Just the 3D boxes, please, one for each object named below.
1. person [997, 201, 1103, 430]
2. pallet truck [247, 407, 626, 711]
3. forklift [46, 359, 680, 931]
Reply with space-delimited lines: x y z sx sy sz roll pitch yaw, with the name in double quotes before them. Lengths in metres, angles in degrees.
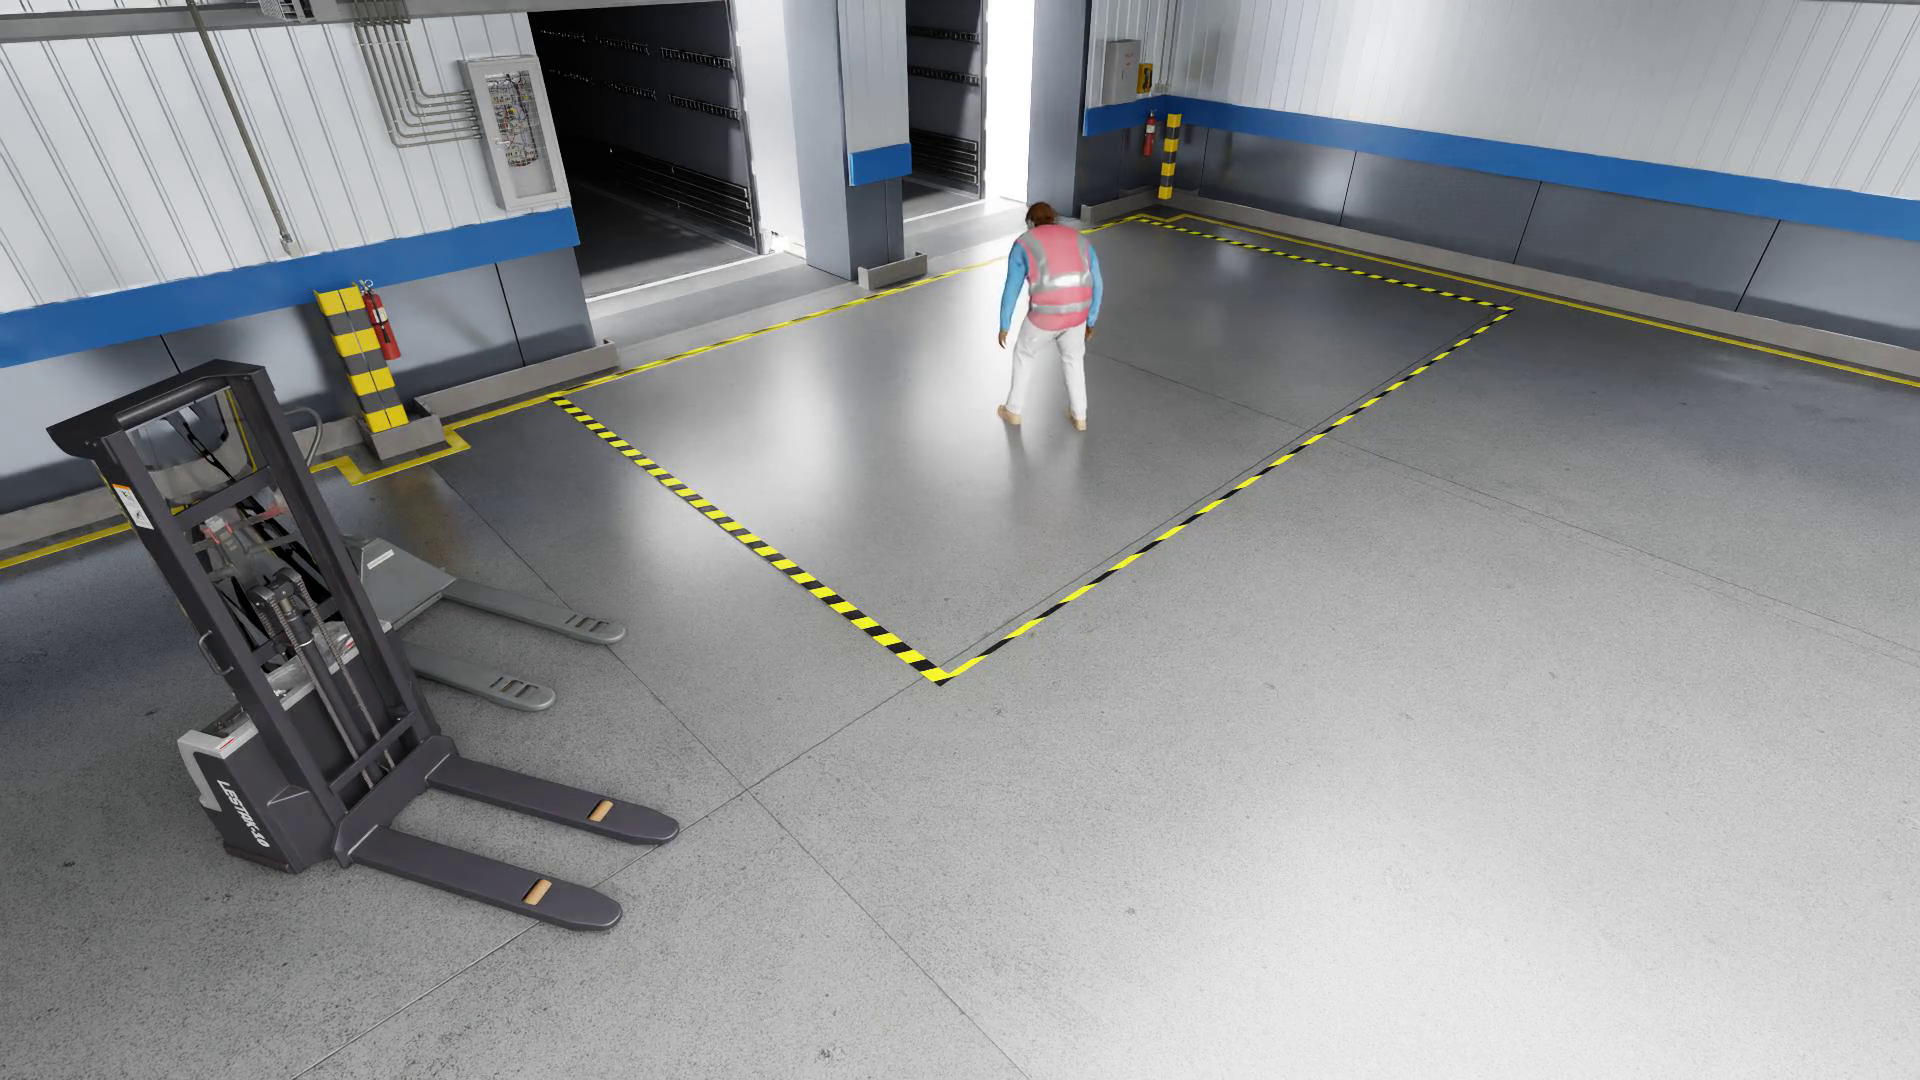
"person" 0.633 -1.631 6.781 0.796 1.553 0.797 -11 36 -16
"pallet truck" -2.628 0.038 4.590 1.601 1.201 0.680 12 36 18
"forklift" -2.135 0.422 3.354 1.885 1.965 0.823 10 35 14
